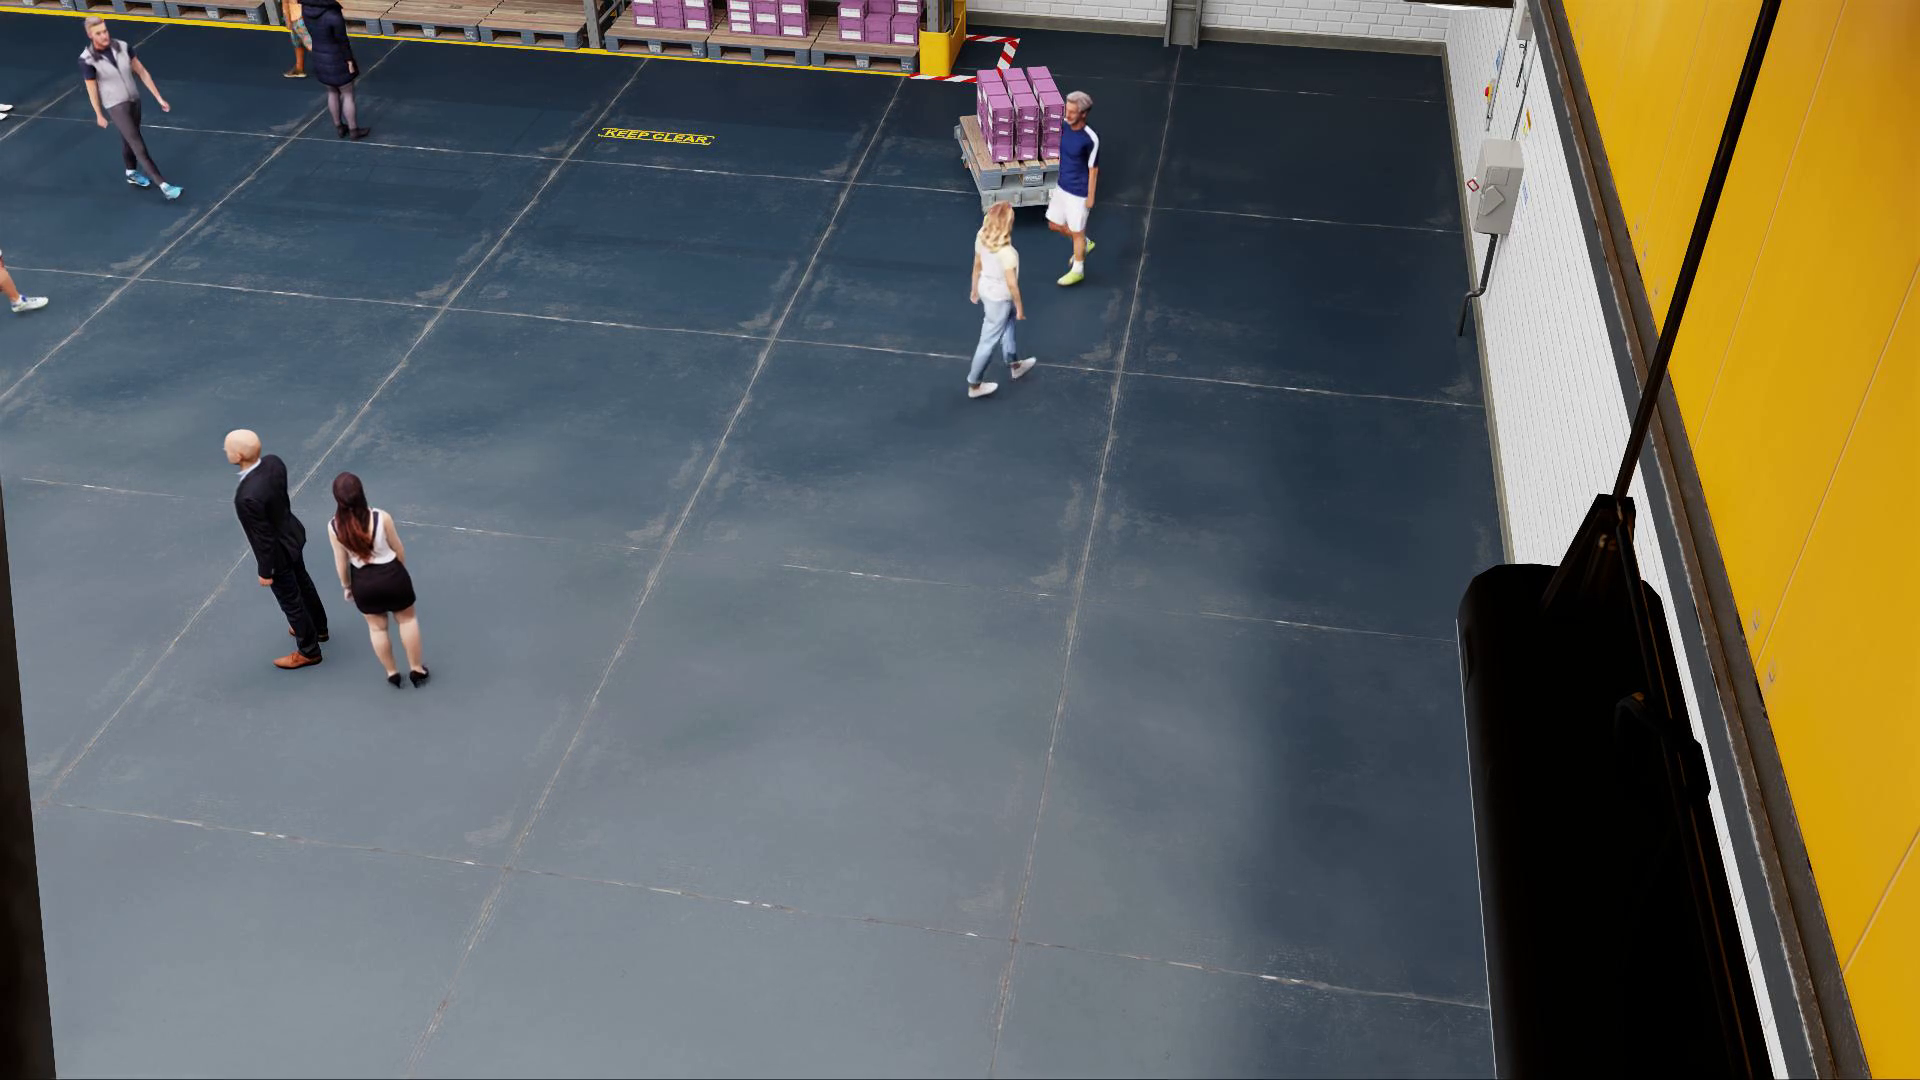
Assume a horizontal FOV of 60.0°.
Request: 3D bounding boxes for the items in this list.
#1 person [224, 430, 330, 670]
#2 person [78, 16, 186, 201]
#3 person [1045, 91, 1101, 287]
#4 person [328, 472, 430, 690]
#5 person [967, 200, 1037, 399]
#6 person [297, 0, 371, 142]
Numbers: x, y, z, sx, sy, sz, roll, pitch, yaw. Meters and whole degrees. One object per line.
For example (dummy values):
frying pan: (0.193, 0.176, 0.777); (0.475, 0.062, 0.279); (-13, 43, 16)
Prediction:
person: (-4.375, 0.039, 10.669); (0.656, 1.801, 0.718); (-1, 39, -1)
person: (-8.089, -4.146, 15.933); (1.231, 1.772, 0.909); (15, 41, 18)
person: (1.082, -3.108, 14.592); (0.896, 1.822, 0.836); (-24, 44, -27)
person: (-3.665, 0.276, 10.497); (0.609, 1.644, 0.712); (-11, 40, -13)
person: (0.204, -1.859, 13.128); (1.060, 1.698, 0.978); (-21, 43, -24)
person: (-6.406, -4.904, 16.959); (0.681, 1.675, 0.801); (17, 42, 20)
